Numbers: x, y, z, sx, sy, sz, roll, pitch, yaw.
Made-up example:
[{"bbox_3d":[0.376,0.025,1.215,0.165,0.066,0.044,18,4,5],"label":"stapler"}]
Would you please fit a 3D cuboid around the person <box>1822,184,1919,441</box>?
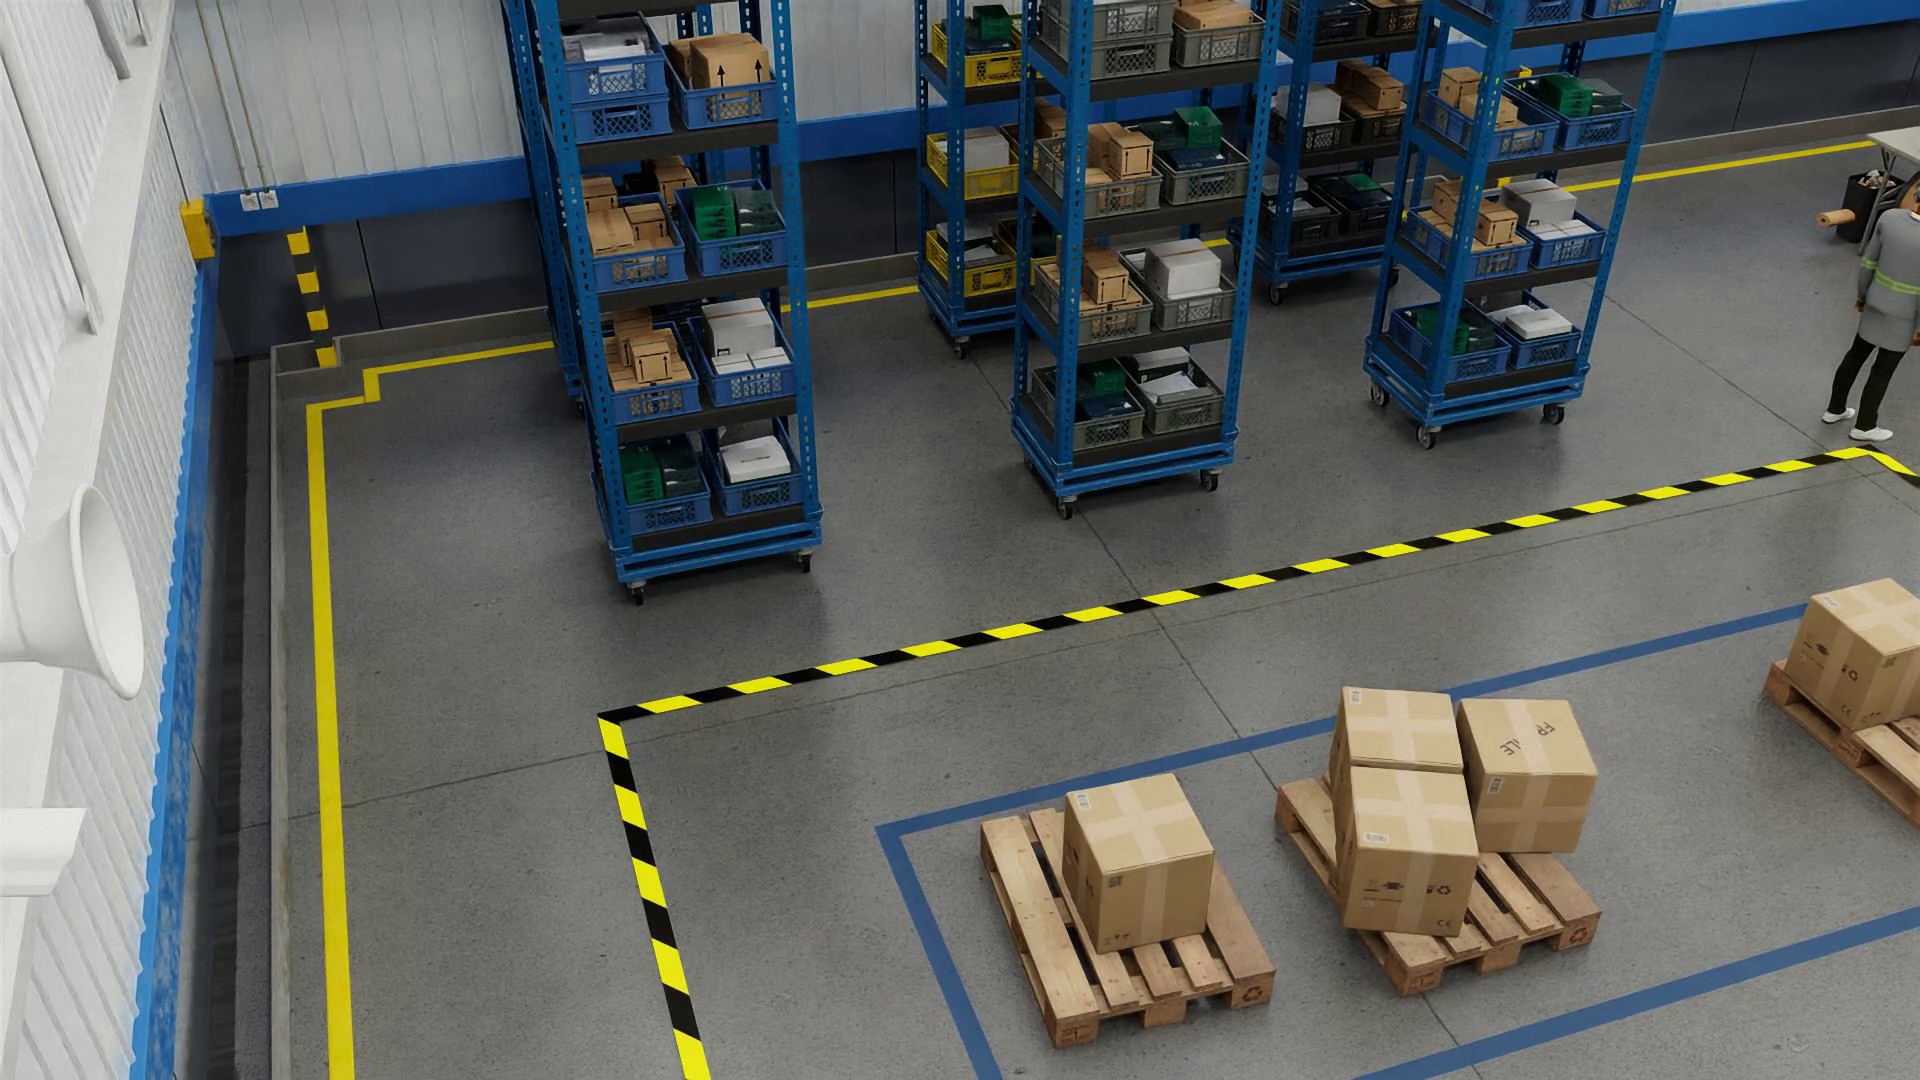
[{"bbox_3d":[6.091,-1.513,10.826,0.359,1.851,0.596,-12,37,-17],"label":"person"}]
